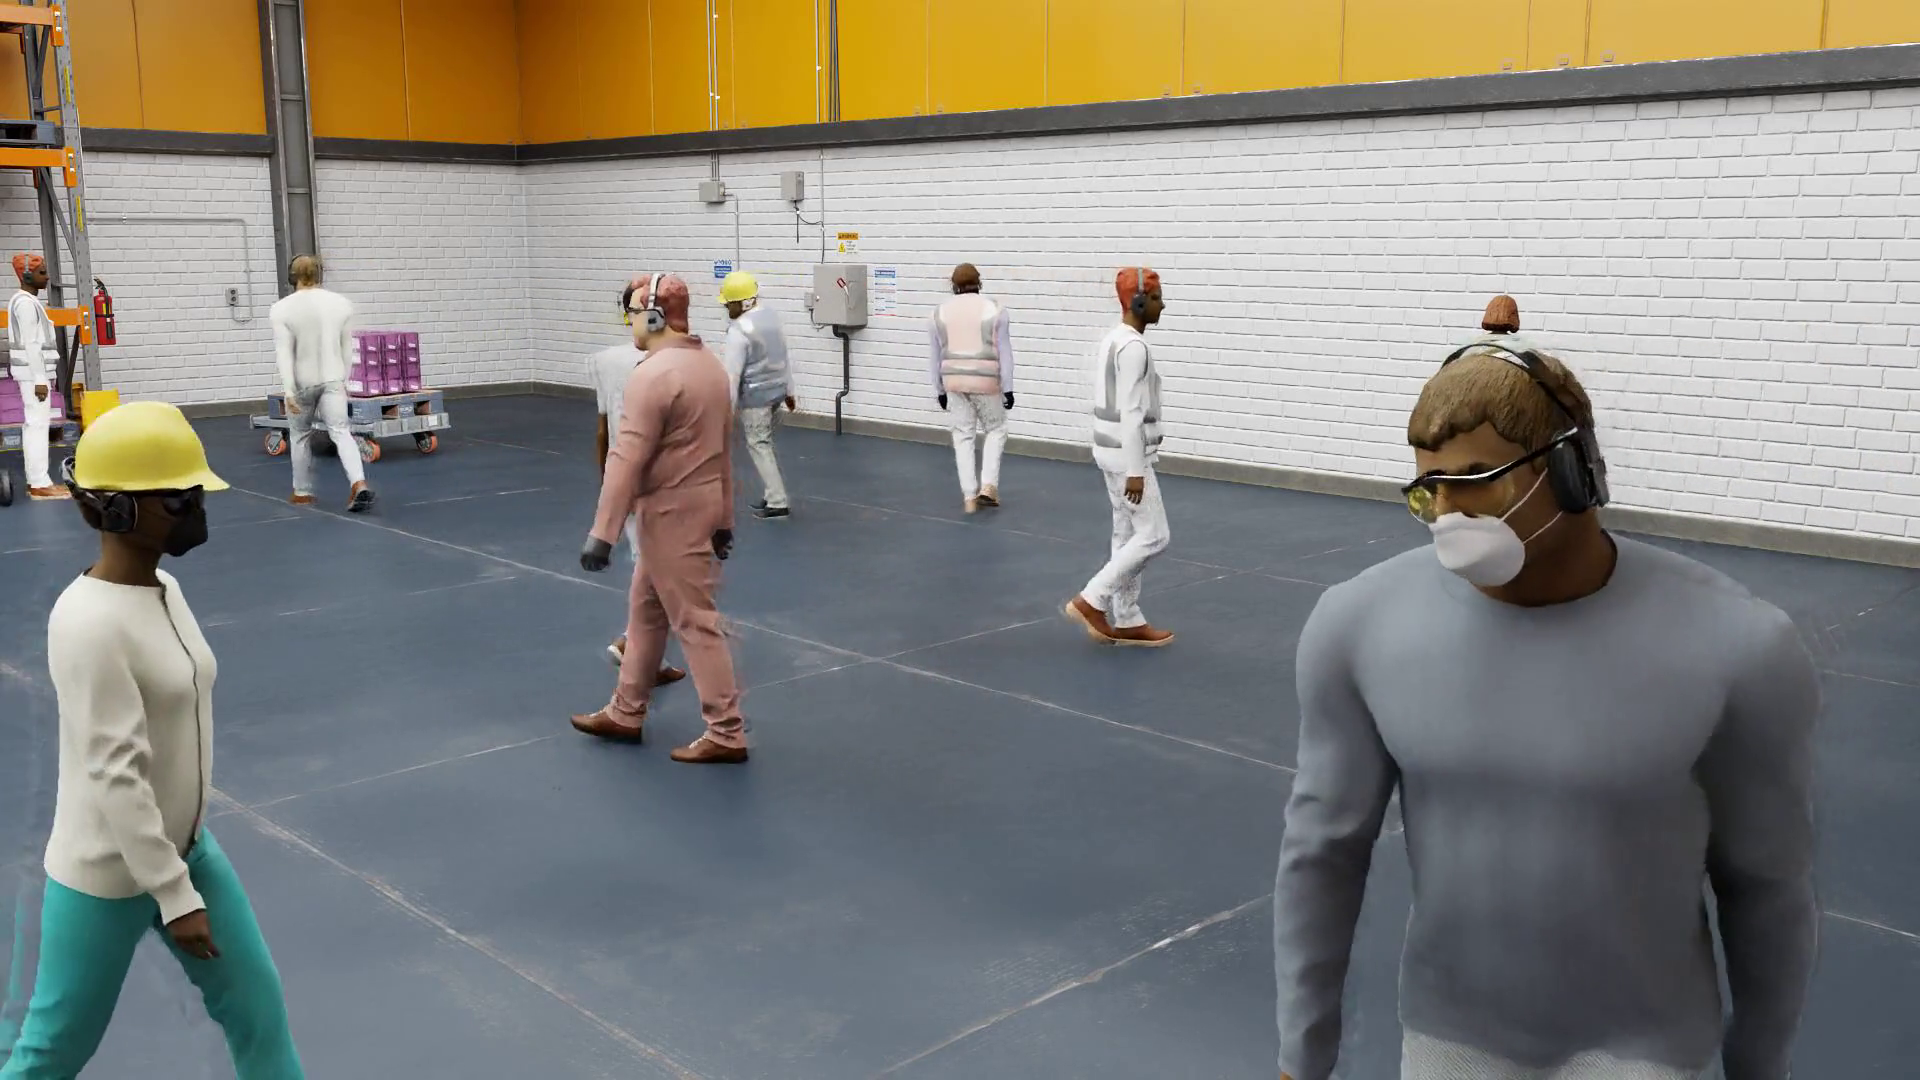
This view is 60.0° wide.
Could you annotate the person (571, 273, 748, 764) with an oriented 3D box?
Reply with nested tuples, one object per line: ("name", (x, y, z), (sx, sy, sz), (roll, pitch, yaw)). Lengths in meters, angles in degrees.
("person", (-1.215, -0.067, 6.357), (0.891, 1.870, 0.660), (2, 11, 9))

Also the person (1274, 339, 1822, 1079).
("person", (0.765, 0.677, 2.237), (0.646, 1.894, 0.668), (7, 12, 33))

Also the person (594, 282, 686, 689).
("person", (-1.399, -0.214, 7.261), (0.510, 1.847, 0.553), (5, 11, 23))

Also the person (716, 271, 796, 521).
("person", (-1.441, -1.002, 11.733), (0.466, 1.771, 0.661), (4, 11, 20))

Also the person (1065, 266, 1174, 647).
("person", (0.814, -0.382, 8.081), (0.440, 1.873, 0.608), (0, 10, -3))

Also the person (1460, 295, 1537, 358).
("person", (3.548, -0.802, 11.027), (0.503, 1.632, 0.274), (5, 11, 24))

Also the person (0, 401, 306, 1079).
("person", (-1.557, 0.600, 3.169), (0.925, 1.723, 0.522), (-1, 10, -5))

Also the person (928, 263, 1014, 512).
("person", (0.094, -1.110, 12.195), (0.652, 1.821, 0.444), (3, 11, 18))

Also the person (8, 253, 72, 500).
("person", (-7.106, -1.251, 12.795), (0.337, 1.882, 0.583), (-7, 12, -32))

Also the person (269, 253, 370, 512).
("person", (-4.694, -1.144, 12.198), (0.624, 1.911, 0.973), (-9, 14, -41))
